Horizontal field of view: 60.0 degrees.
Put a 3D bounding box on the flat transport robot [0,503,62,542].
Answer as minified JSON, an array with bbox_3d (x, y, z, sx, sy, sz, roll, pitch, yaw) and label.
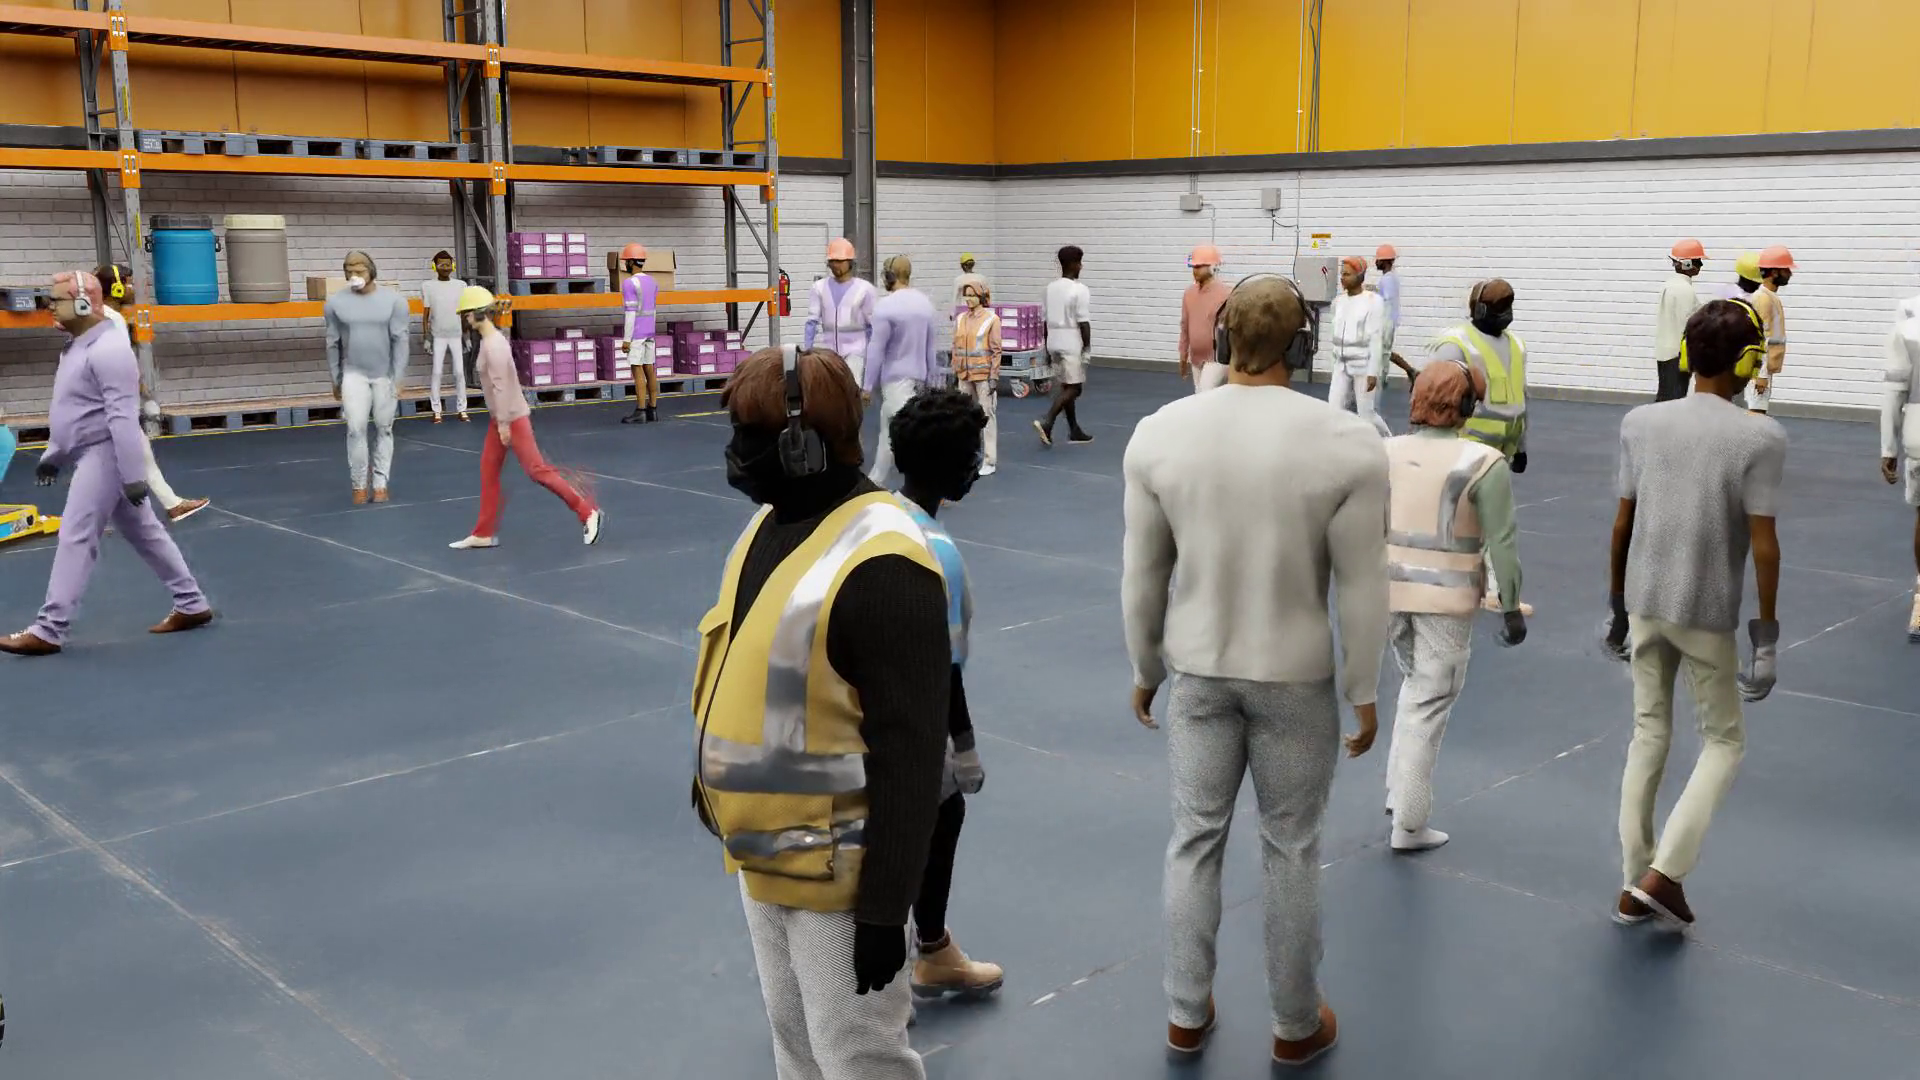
[{"bbox_3d":[-6.499,-0.052,10.658,0.652,0.197,1.431,1,10,5],"label":"flat transport robot"}]

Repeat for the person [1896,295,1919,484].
[{"bbox_3d":[7.873,-1.351,13.490,0.585,1.836,1.006,9,14,42],"label":"person"}]

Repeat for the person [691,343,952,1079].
[{"bbox_3d":[-0.262,0.569,2.993,0.429,1.838,0.634,-5,12,-27],"label":"person"}]

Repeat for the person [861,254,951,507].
[{"bbox_3d":[-0.444,-1.189,12.464,1.017,1.889,0.648,7,12,32],"label":"person"}]

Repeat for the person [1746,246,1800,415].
[{"bbox_3d":[6.459,-1.375,13.325,0.364,1.935,0.552,5,12,28],"label":"person"}]

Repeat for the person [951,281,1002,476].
[{"bbox_3d":[0.138,-1.365,14.084,0.514,1.641,0.307,9,14,40],"label":"person"}]

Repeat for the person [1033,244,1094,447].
[{"bbox_3d":[0.987,-1.849,15.915,0.779,1.944,0.635,-8,13,-37],"label":"person"}]

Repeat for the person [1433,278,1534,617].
[{"bbox_3d":[2.819,-0.538,9.146,0.634,1.807,0.940,-7,12,-32],"label":"person"}]

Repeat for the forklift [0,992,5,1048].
[{"bbox_3d":[-3.245,0.323,3.363,2.313,2.155,1.214,2,11,13],"label":"forklift"}]

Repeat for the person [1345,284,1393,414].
[{"bbox_3d":[3.609,-1.488,14.924,0.499,1.582,0.860,1,10,3],"label":"person"}]

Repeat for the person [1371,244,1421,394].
[{"bbox_3d":[5.357,-2.714,20.688,0.800,1.920,0.552,5,11,25],"label":"person"}]

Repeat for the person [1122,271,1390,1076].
[{"bbox_3d":[0.704,0.332,4.016,0.636,1.936,0.354,4,11,21],"label":"person"}]

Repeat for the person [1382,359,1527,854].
[{"bbox_3d":[1.594,0.222,5.493,0.538,1.623,0.536,-7,13,-34],"label":"person"}]

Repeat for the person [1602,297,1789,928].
[{"bbox_3d":[2.101,0.232,4.813,0.397,1.848,0.577,-9,13,-39],"label":"person"}]

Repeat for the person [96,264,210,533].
[{"bbox_3d":[-5.702,-0.956,11.382,0.959,1.810,0.519,-7,13,-35],"label":"person"}]

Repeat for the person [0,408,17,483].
[{"bbox_3d":[-6.664,-0.945,11.271,0.534,1.829,0.560,-6,12,-29],"label":"person"}]

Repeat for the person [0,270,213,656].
[{"bbox_3d":[-4.231,-0.384,8.165,1.021,1.856,0.656,-7,12,-33],"label":"person"}]

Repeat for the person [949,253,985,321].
[{"bbox_3d":[0.087,-3.464,25.193,0.554,1.747,0.593,-4,11,-22],"label":"person"}]

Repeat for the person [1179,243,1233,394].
[{"bbox_3d":[2.228,-1.600,14.515,0.928,1.964,0.631,-7,13,-35],"label":"person"}]

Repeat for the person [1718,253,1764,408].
[{"bbox_3d":[6.661,-1.532,14.380,0.371,1.874,0.685,1,10,3],"label":"person"}]

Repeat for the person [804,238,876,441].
[{"bbox_3d":[-1.054,-1.657,14.725,0.623,1.993,1.029,4,11,20],"label":"person"}]

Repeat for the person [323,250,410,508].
[{"bbox_3d":[-4.412,-1.196,12.422,0.619,1.906,0.686,-3,11,-15],"label":"person"}]

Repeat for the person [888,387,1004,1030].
[{"bbox_3d":[-0.063,0.451,4.108,0.647,1.661,0.563,-3,11,-16],"label":"person"}]

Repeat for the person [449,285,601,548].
[{"bbox_3d":[-2.830,-0.789,10.752,0.915,1.712,0.549,-4,11,-20],"label":"person"}]

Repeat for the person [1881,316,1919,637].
[{"bbox_3d":[5.061,-0.512,8.536,0.604,1.984,1.088,9,14,41],"label":"person"}]

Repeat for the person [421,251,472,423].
[{"bbox_3d":[-5.554,-2.191,18.012,0.509,1.856,0.318,-5,11,-25],"label":"person"}]

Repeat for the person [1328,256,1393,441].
[{"bbox_3d":[3.345,-1.435,13.879,0.790,1.859,0.574,-7,13,-34],"label":"person"}]

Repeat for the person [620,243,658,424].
[{"bbox_3d":[-3.473,-2.219,17.926,0.354,1.939,0.544,4,11,20],"label":"person"}]

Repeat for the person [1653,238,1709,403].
[{"bbox_3d":[6.149,-1.573,14.245,0.378,1.995,0.609,1,10,5],"label":"person"}]
